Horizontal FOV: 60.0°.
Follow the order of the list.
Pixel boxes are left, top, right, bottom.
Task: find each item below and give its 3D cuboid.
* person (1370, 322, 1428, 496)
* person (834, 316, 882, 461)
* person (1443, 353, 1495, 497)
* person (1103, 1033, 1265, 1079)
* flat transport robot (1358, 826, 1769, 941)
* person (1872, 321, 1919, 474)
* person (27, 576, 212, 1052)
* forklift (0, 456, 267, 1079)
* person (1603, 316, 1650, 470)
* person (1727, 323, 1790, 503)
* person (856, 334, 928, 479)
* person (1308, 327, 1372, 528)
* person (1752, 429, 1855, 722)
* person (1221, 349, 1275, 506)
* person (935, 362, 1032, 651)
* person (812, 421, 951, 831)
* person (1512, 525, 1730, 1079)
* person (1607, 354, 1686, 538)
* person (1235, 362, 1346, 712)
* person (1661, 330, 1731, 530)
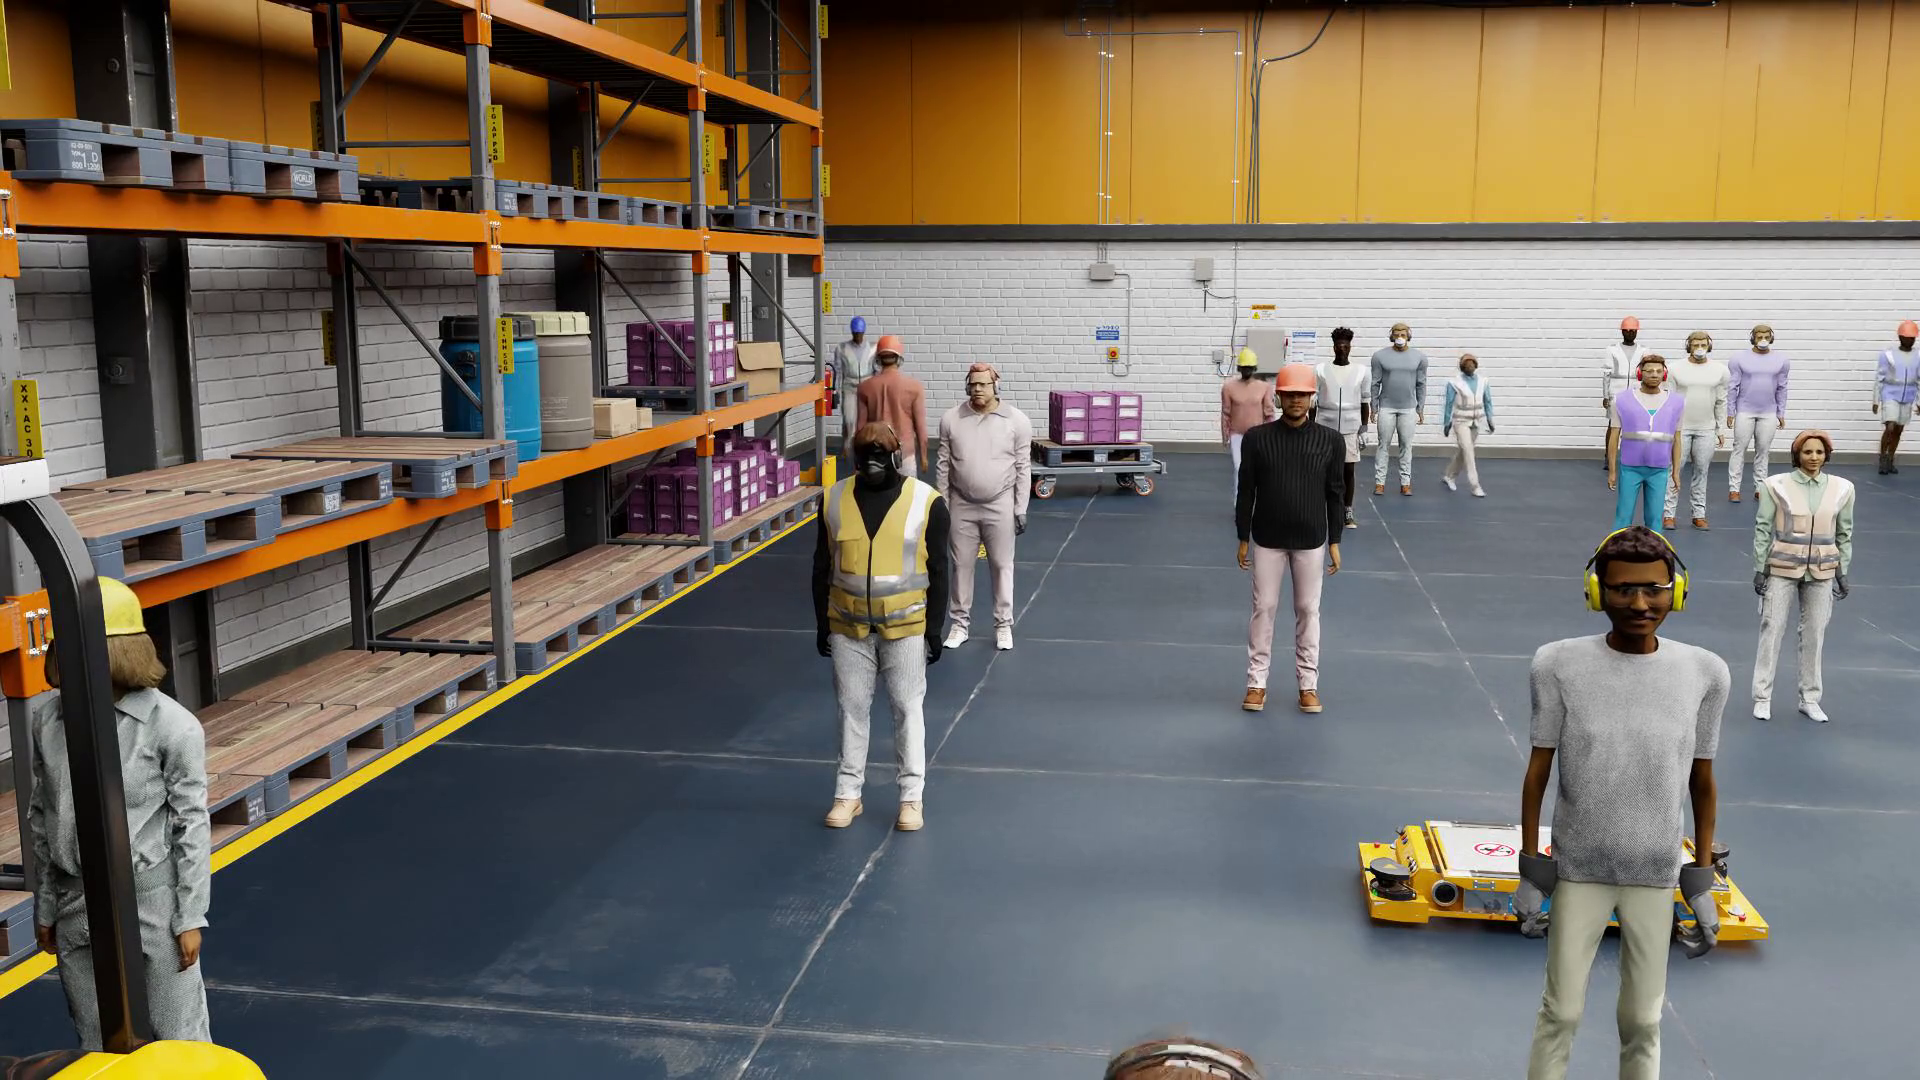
[{"bbox_3d":[4.881,-1.459,18.559,0.630,1.940,0.372,1,9,9],"label":"person"},{"bbox_3d":[-1.323,-1.935,21.562,0.618,1.922,0.493,-2,9,-12],"label":"person"},{"bbox_3d":[5.681,-1.312,18.703,0.524,1.590,0.862,-3,10,-16],"label":"person"},{"bbox_3d":[0.190,1.348,1.577,0.636,1.840,0.431,1,9,8],"label":"person"},{"bbox_3d":[2.325,1.321,6.541,1.431,0.197,0.652,1,9,9],"label":"flat transport robot"},{"bbox_3d":[11.533,-1.738,20.426,0.545,1.894,0.642,1,9,7],"label":"person"},{"bbox_3d":[-2.162,0.953,4.282,0.487,1.746,0.289,1,9,9],"label":"person"},{"bbox_3d":[-2.328,0.975,2.765,2.313,2.155,1.214,1,9,9],"label":"forklift"},{"bbox_3d":[8.351,-1.836,20.875,0.545,1.942,0.353,1,9,9],"label":"person"},{"bbox_3d":[8.599,-1.363,17.968,0.630,1.940,0.372,1,9,9],"label":"person"},{"bbox_3d":[-0.598,-0.748,14.064,0.623,1.975,0.637,3,10,16],"label":"person"},{"bbox_3d":[3.687,-1.085,16.194,0.623,1.961,0.367,1,9,9],"label":"person"},{"bbox_3d":[4.681,0.197,9.268,0.515,1.641,0.309,1,9,9],"label":"person"},{"bbox_3d":[2.893,-1.068,16.774,0.531,1.737,0.804,1,9,4],"label":"person"},{"bbox_3d":[0.146,-0.219,11.011,0.641,1.908,0.407,1,9,9],"label":"person"},{"bbox_3d":[-0.364,0.387,7.475,0.625,1.844,0.429,1,9,9],"label":"person"},{"bbox_3d":[1.711,0.883,4.329,0.515,1.872,0.328,1,9,9],"label":"person"},{"bbox_3d":[5.468,-0.560,13.296,0.565,1.847,0.389,1,9,9],"label":"person"},{"bbox_3d":[1.872,-0.013,9.459,0.612,1.997,0.375,1,9,9],"label":"person"},{"bbox_3d":[7.087,-1.058,16.088,0.630,1.940,0.372,1,9,9],"label":"person"}]
